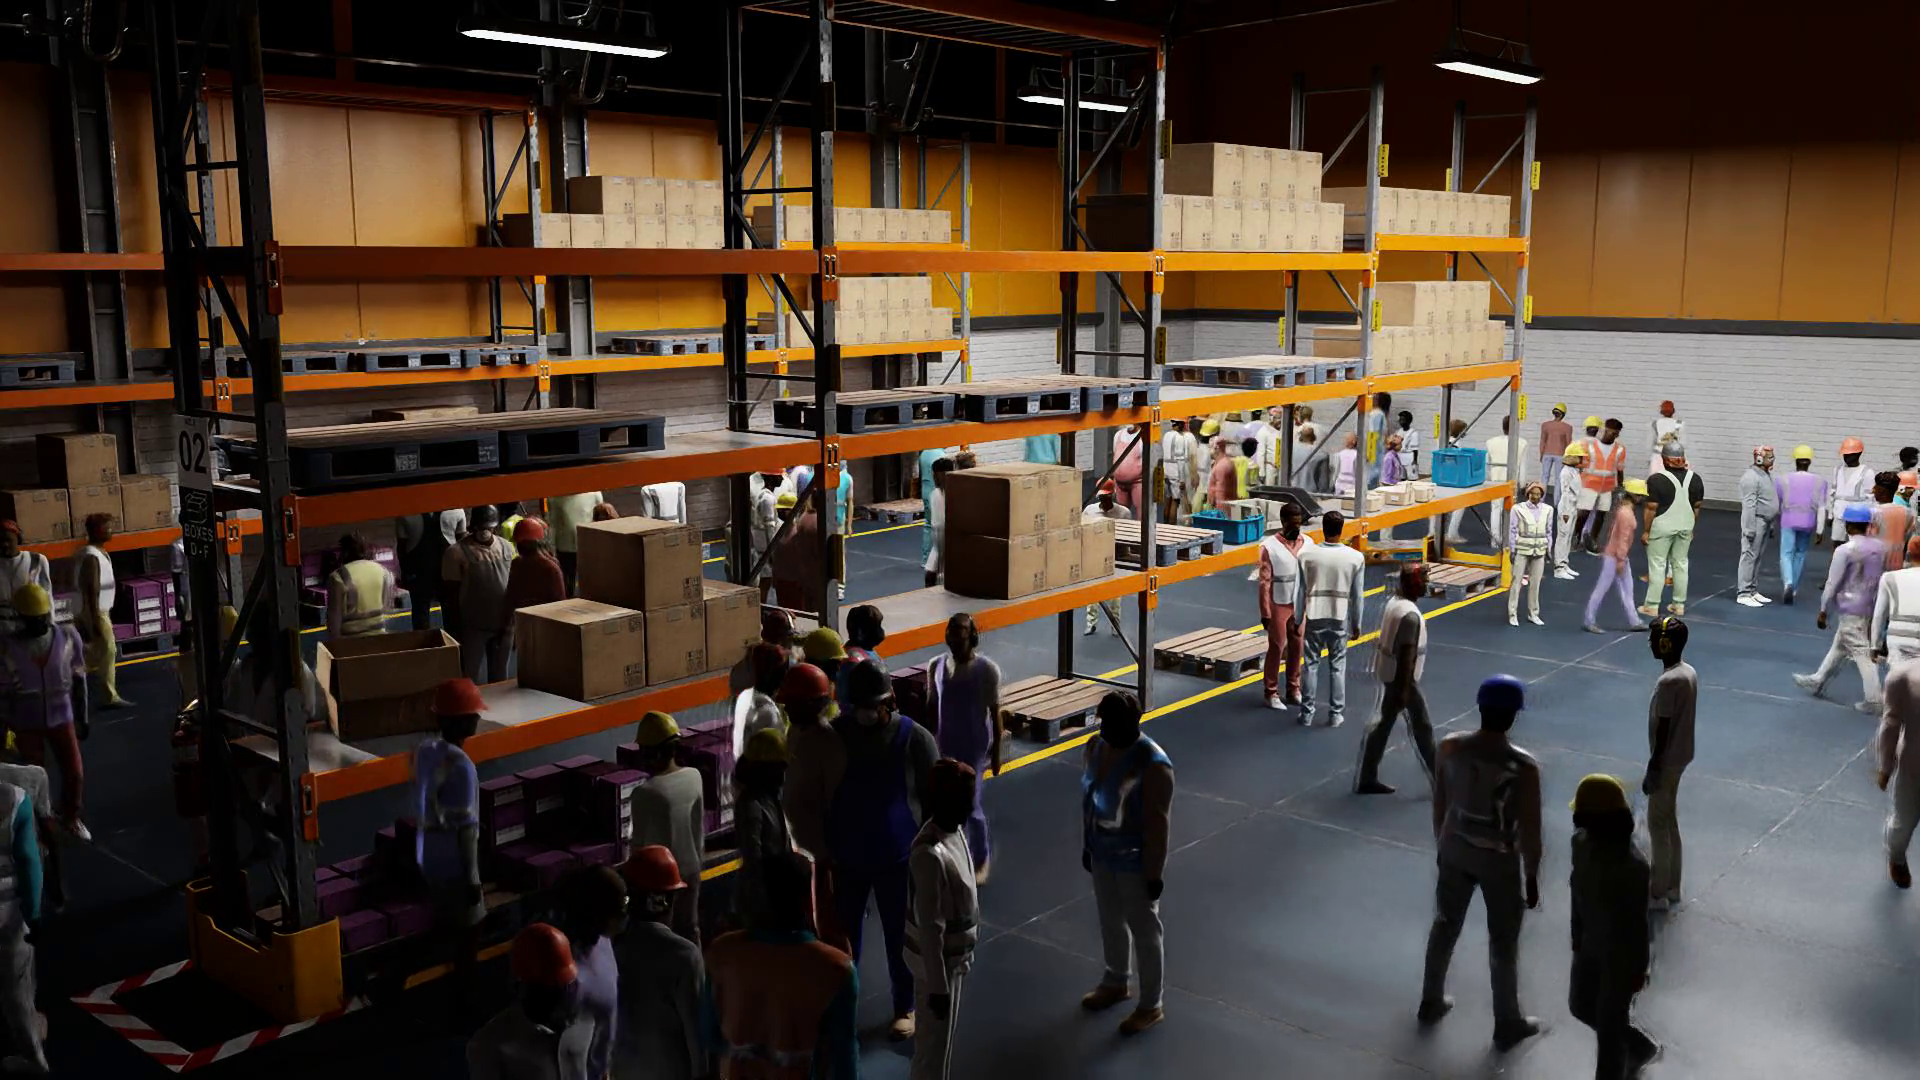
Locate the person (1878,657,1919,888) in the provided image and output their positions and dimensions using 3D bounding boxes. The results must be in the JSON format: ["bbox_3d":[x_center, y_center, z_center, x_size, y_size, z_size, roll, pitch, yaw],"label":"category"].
[{"bbox_3d":[6.050,1.392,10.352,0.634,1.915,0.893,4,10,21],"label":"person"}]

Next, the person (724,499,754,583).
[{"bbox_3d":[-2.316,0.344,17.436,0.313,1.638,0.513,2,10,10],"label":"person"}]

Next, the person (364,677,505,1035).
[{"bbox_3d":[-2.728,1.674,8.683,0.651,1.918,0.544,-7,12,-36],"label":"person"}]

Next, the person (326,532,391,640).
[{"bbox_3d":[-5.022,0.846,13.935,0.506,1.813,0.640,6,11,31],"label":"person"}]

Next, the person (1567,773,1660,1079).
[{"bbox_3d":[3.110,1.910,7.861,0.611,1.718,0.496,-3,10,-20],"label":"person"}]

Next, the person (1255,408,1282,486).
[{"bbox_3d":[4.709,-1.040,24.938,0.654,1.899,0.398,-8,12,-38],"label":"person"}]

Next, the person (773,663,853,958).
[{"bbox_3d":[-0.776,1.617,8.807,0.409,1.985,0.627,-5,11,-29],"label":"person"}]

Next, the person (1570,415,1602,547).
[{"bbox_3d":[8.980,-0.829,23.722,0.593,1.892,0.811,2,10,11],"label":"person"}]

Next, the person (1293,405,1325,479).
[{"bbox_3d":[5.308,-1.088,25.211,0.645,1.909,0.889,-7,12,-37],"label":"person"}]

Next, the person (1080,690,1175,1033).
[{"bbox_3d":[0.870,1.688,8.867,0.431,1.833,0.642,-6,11,-32],"label":"person"}]

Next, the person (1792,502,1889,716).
[{"bbox_3d":[8.076,0.598,15.135,0.636,1.892,1.019,-5,11,-26],"label":"person"}]

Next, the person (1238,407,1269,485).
[{"bbox_3d":[4.599,-1.214,25.909,0.587,1.918,0.398,-2,10,-10],"label":"person"}]

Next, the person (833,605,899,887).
[{"bbox_3d":[-0.619,1.330,10.937,0.429,1.845,0.621,1,10,3],"label":"person"}]

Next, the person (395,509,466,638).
[{"bbox_3d":[-5.352,0.240,16.854,0.682,2.000,0.535,-4,10,-22],"label":"person"}]

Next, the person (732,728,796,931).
[{"bbox_3d":[-0.987,1.802,8.450,0.323,1.737,0.486,1,10,5],"label":"person"}]

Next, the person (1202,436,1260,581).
[{"bbox_3d":[3.464,-0.405,21.315,1.017,1.851,0.694,2,10,10],"label":"person"}]

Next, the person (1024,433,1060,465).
[{"bbox_3d":[1.271,-1.165,25.432,0.636,1.974,0.516,5,11,26],"label":"person"}]

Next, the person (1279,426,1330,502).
[{"bbox_3d":[4.611,-0.577,22.324,0.651,1.868,0.914,7,12,34],"label":"person"}]

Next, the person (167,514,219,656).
[{"bbox_3d":[-7.510,0.505,16.323,0.317,1.690,0.523,4,10,21],"label":"person"}]

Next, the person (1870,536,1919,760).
[{"bbox_3d":[7.822,0.885,13.719,0.587,1.822,1.021,7,12,34],"label":"person"}]

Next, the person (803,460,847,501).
[{"bbox_3d":[-1.819,-0.686,22.376,0.608,2.044,0.371,0,10,-2],"label":"person"}]

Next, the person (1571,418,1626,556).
[{"bbox_3d":[8.824,-0.731,22.982,0.663,1.926,0.586,0,10,1],"label":"person"}]

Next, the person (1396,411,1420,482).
[{"bbox_3d":[7.176,-1.237,26.740,0.354,1.679,0.540,-4,10,-23],"label":"person"}]

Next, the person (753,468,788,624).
[{"bbox_3d":[-2.071,0.062,18.277,0.396,1.929,0.542,-1,10,-6],"label":"person"}]

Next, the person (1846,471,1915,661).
[{"bbox_3d":[9.330,0.275,16.863,0.603,1.966,0.368,-3,10,-19],"label":"person"}]

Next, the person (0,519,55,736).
[{"bbox_3d":[-8.111,0.749,14.306,0.584,1.879,0.365,-4,10,-23],"label":"person"}]

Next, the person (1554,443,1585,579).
[{"bbox_3d":[7.862,-0.377,21.423,0.295,1.744,0.484,6,11,32],"label":"person"}]

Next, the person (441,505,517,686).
[{"bbox_3d":[-4.066,0.661,14.341,0.536,2.000,0.673,9,13,43],"label":"person"}]

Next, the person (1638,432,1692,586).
[{"bbox_3d":[8.892,-0.395,20.951,0.356,1.937,0.634,-4,10,-22],"label":"person"}]

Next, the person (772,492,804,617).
[{"bbox_3d":[-1.727,0.393,16.749,0.308,1.772,0.525,-8,13,-41],"label":"person"}]

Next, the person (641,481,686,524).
[{"bbox_3d":[-3.373,-0.023,18.886,0.584,1.883,0.344,-9,13,-43],"label":"person"}]

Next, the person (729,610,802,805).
[{"bbox_3d":[-1.121,1.376,10.488,0.639,1.902,0.407,5,11,25],"label":"person"}]

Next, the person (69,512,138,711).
[{"bbox_3d":[-7.844,0.660,14.981,0.596,1.827,0.574,-4,10,-23],"label":"person"}]

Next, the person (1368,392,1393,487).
[{"bbox_3d":[7.587,-1.991,30.171,0.536,2.000,0.690,-2,10,-11],"label":"person"}]

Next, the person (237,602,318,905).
[{"bbox_3d":[-4.331,1.338,10.553,0.640,1.949,0.445,5,11,29],"label":"person"}]

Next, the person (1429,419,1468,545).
[{"bbox_3d":[7.074,-0.830,23.917,0.549,1.812,0.643,-1,10,-9],"label":"person"}]

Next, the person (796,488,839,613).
[{"bbox_3d":[-1.357,0.394,16.379,0.395,1.901,0.642,-5,11,-29],"label":"person"}]

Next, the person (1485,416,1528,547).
[{"bbox_3d":[7.845,-0.857,23.901,0.607,1.876,0.827,5,11,27],"label":"person"}]

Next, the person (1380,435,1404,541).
[{"bbox_3d":[6.113,-0.684,23.593,0.318,1.631,0.524,4,10,22],"label":"person"}]

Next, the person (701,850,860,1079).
[{"bbox_3d":[-0.680,2.109,6.215,0.617,1.863,0.598,3,10,16],"label":"person"}]

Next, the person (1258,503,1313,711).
[{"bbox_3d":[2.953,0.598,15.126,0.599,1.908,0.396,-5,11,-30],"label":"person"}]

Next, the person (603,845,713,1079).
[{"bbox_3d":[-1.233,2.085,6.712,0.561,1.745,0.339,4,10,24],"label":"person"}]
